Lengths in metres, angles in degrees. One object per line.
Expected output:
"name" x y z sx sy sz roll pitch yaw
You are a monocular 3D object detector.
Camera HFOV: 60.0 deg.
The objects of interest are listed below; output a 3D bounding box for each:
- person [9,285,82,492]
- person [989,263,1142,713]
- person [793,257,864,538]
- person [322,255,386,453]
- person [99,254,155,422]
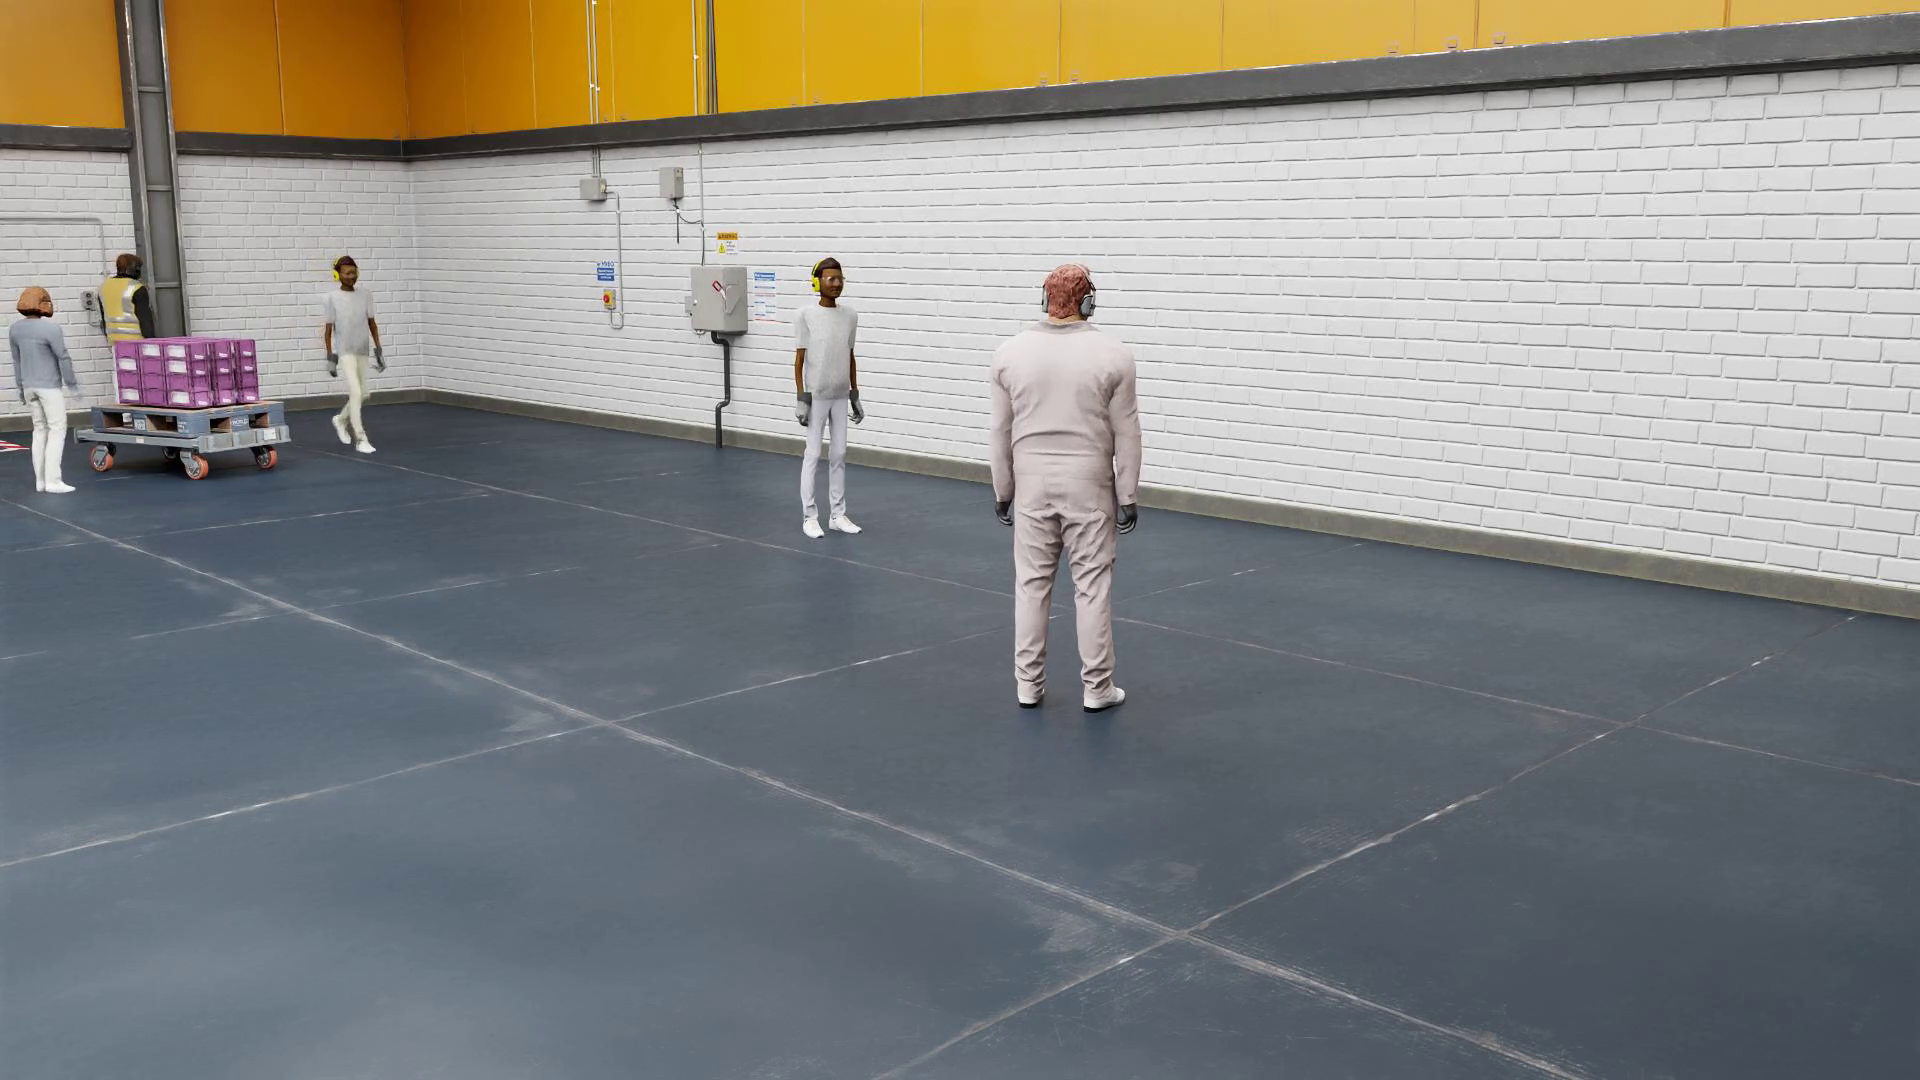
"person" -7.214 -1.181 13.099 0.516 1.627 0.340 4 11 19
"person" 0.455 -0.217 7.093 0.651 1.906 0.403 3 11 16
"person" -0.882 -0.958 11.225 0.509 1.877 0.329 -8 13 -36
"person" -5.749 -1.758 15.683 0.795 1.844 0.527 8 13 38
"person" -8.570 -2.030 17.213 0.660 1.829 0.430 4 11 22
